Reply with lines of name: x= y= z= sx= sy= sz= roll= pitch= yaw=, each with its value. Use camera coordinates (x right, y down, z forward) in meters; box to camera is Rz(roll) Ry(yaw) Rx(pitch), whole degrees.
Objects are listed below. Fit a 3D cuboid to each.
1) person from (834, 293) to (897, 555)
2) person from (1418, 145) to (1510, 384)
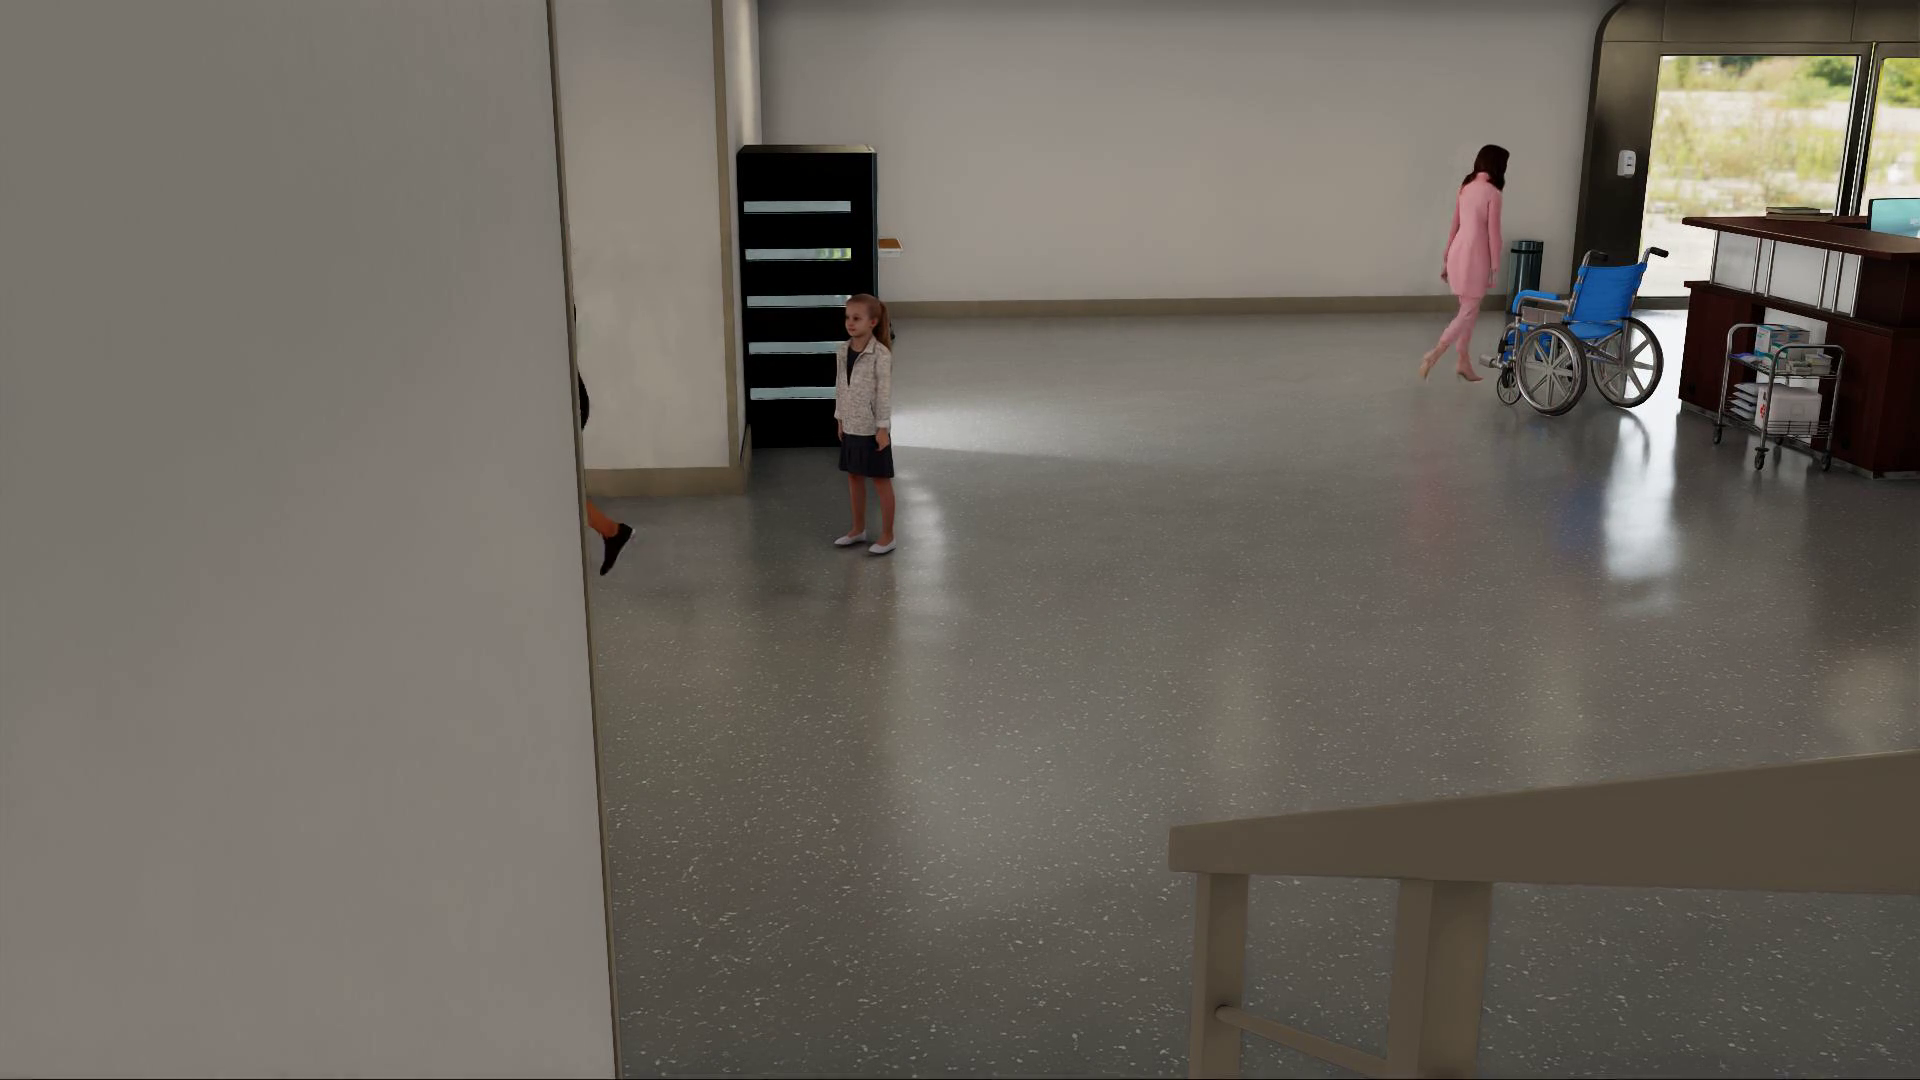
person: x=-0.460 y=-0.578 z=8.183 sx=0.600 sy=1.274 sz=0.658 roll=12 pitch=20 yaw=37
person: x=3.709 y=-1.987 z=12.276 sx=0.989 sy=1.772 sz=1.047 roll=-10 pitch=19 yaw=-31
